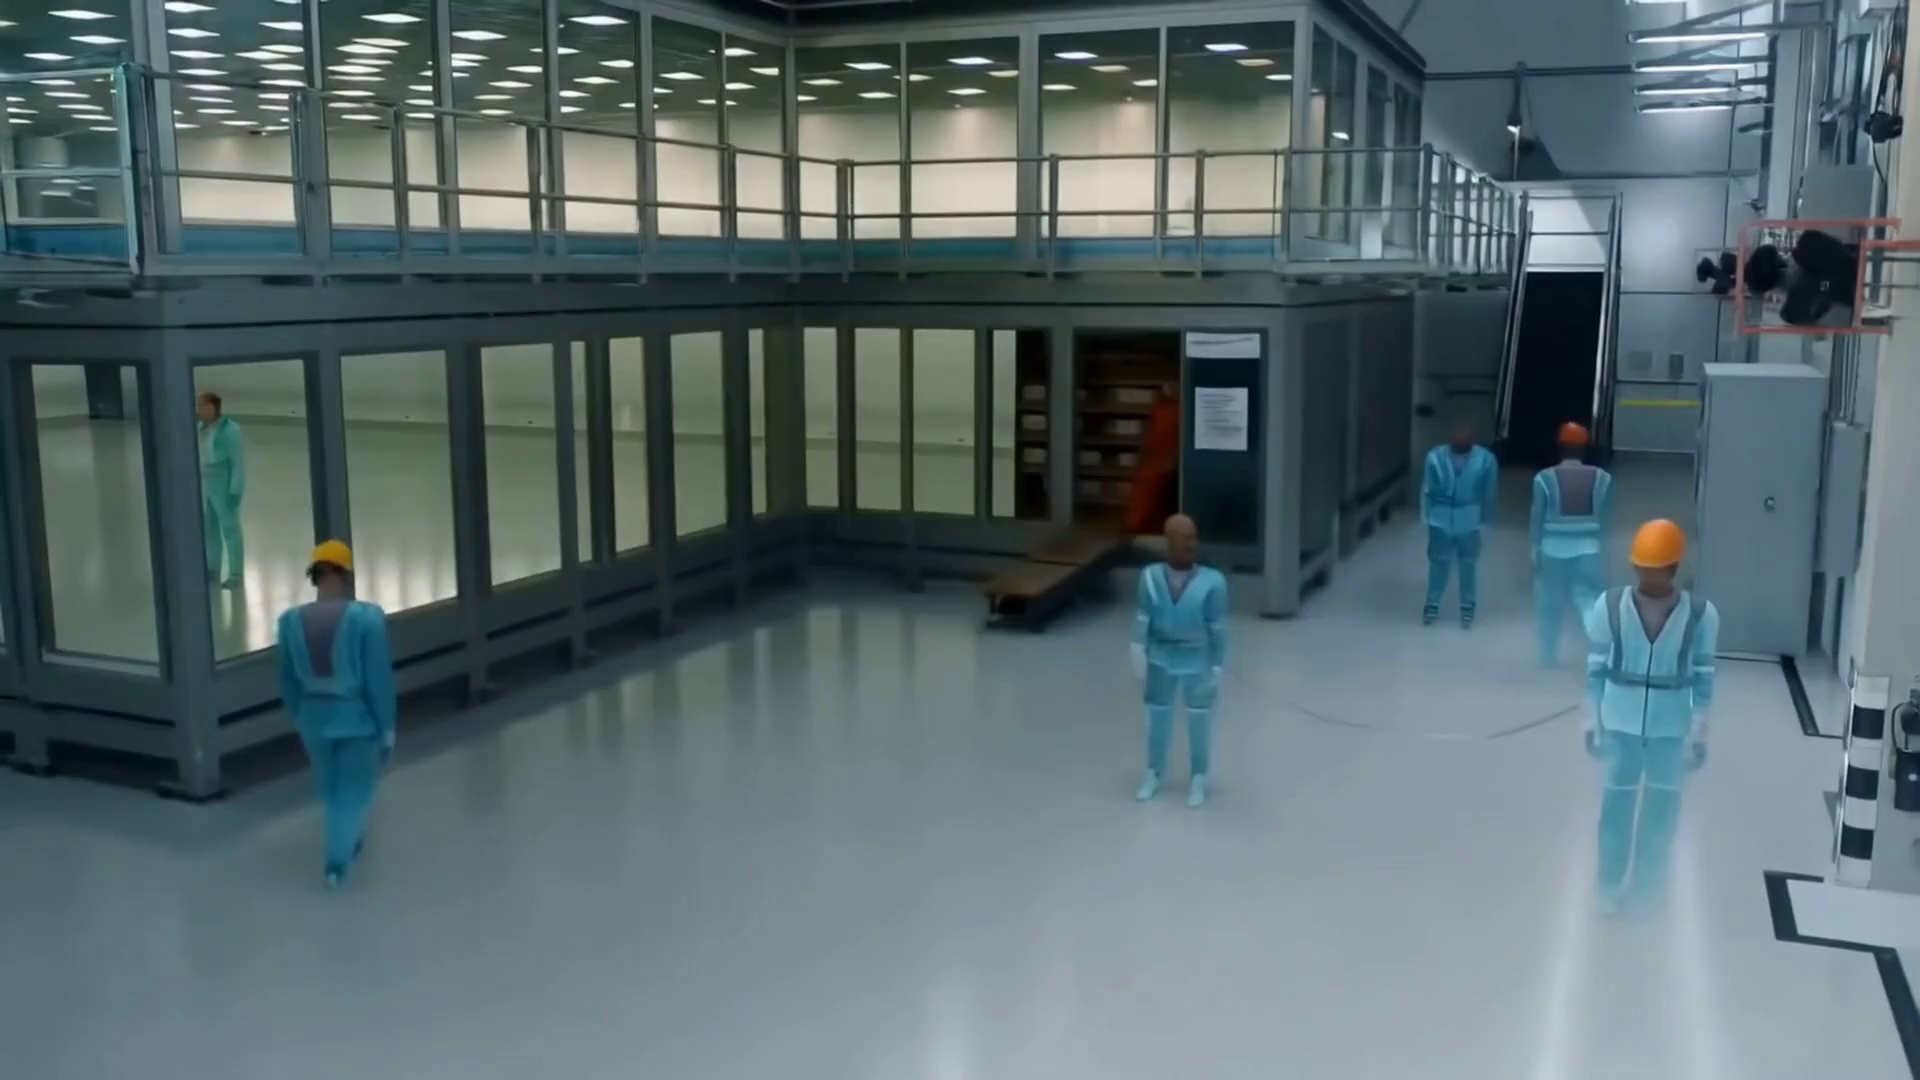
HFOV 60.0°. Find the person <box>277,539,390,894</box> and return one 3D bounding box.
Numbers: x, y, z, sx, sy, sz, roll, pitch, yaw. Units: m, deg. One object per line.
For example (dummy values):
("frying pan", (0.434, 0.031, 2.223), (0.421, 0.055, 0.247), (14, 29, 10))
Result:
("person", (-3.138, 0.870, 8.294), (0.530, 1.710, 0.869), (-1, 9, -8))

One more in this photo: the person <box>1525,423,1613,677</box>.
("person", (4.673, 0.069, 12.689), (0.655, 1.903, 0.912), (0, 9, 3))

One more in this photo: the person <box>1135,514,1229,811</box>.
("person", (1.249, 0.690, 9.453), (0.533, 1.697, 0.322), (4, 10, 24))

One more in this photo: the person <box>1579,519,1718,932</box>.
("person", (3.182, 0.856, 7.709), (0.544, 1.933, 0.376), (4, 10, 24))

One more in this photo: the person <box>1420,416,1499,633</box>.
("person", (4.207, -0.129, 14.077), (0.622, 1.840, 0.430), (4, 10, 24))
